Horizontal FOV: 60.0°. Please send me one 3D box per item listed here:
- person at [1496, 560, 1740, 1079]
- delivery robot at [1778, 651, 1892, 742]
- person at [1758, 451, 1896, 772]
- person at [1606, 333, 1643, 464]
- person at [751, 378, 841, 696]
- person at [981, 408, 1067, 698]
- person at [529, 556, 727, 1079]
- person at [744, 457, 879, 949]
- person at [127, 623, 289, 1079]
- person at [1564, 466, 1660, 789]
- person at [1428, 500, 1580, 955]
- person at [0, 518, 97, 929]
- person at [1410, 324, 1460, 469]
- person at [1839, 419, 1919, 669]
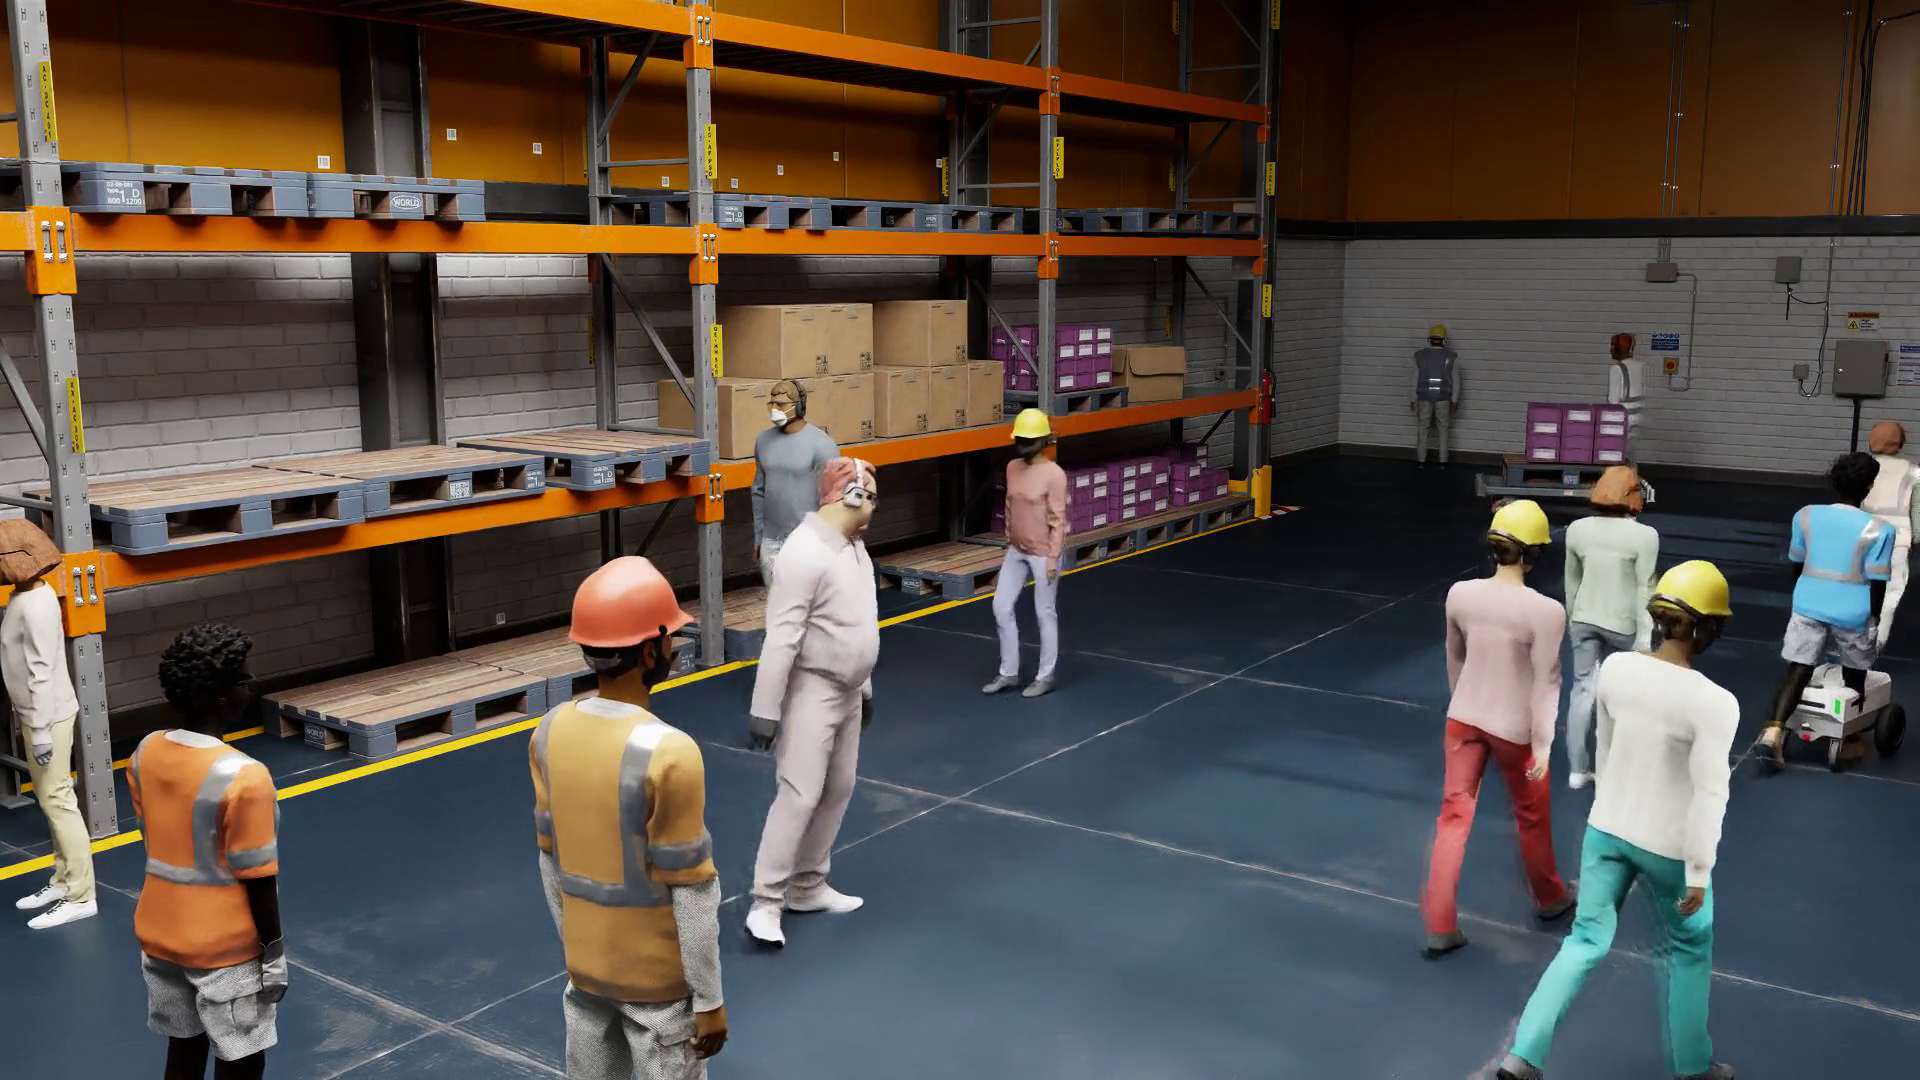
[{"bbox_3d":[2.058,0.920,5.096,0.850,1.727,0.518,-6,11,-30],"label":"person"},{"bbox_3d":[4.633,0.833,8.815,0.707,0.478,0.477,-8,12,-40],"label":"delivery robot"},{"bbox_3d":[4.457,0.375,8.525,0.804,1.667,0.540,-8,12,-39],"label":"person"},{"bbox_3d":[7.027,-1.267,17.712,0.576,1.873,0.408,-7,12,-36],"label":"person"},{"bbox_3d":[-0.993,0.008,9.894,0.633,1.939,0.368,6,11,34],"label":"person"},{"bbox_3d":[0.385,0.091,9.915,0.501,1.752,0.551,-8,12,-40],"label":"person"},{"bbox_3d":[-0.766,0.999,3.984,0.545,1.942,0.351,7,12,35],"label":"person"},{"bbox_3d":[-0.560,0.613,6.509,0.472,1.870,0.750,3,10,19],"label":"person"},{"bbox_3d":[-1.969,1.055,4.403,0.530,1.689,0.322,6,11,31],"label":"person"},{"bbox_3d":[3.268,0.431,8.321,0.609,1.610,0.518,-8,13,-41],"label":"person"},{"bbox_3d":[2.103,0.701,6.387,0.890,1.720,0.538,-8,12,-40],"label":"person"},{"bbox_3d":[-3.656,0.718,6.603,0.281,1.625,0.493,-6,11,-32],"label":"person"},{"bbox_3d":[6.001,-1.808,21.025,0.600,1.829,0.404,3,10,17],"label":"person"},{"bbox_3d":[5.950,0.020,10.794,0.500,1.607,0.721,7,12,38],"label":"person"}]
